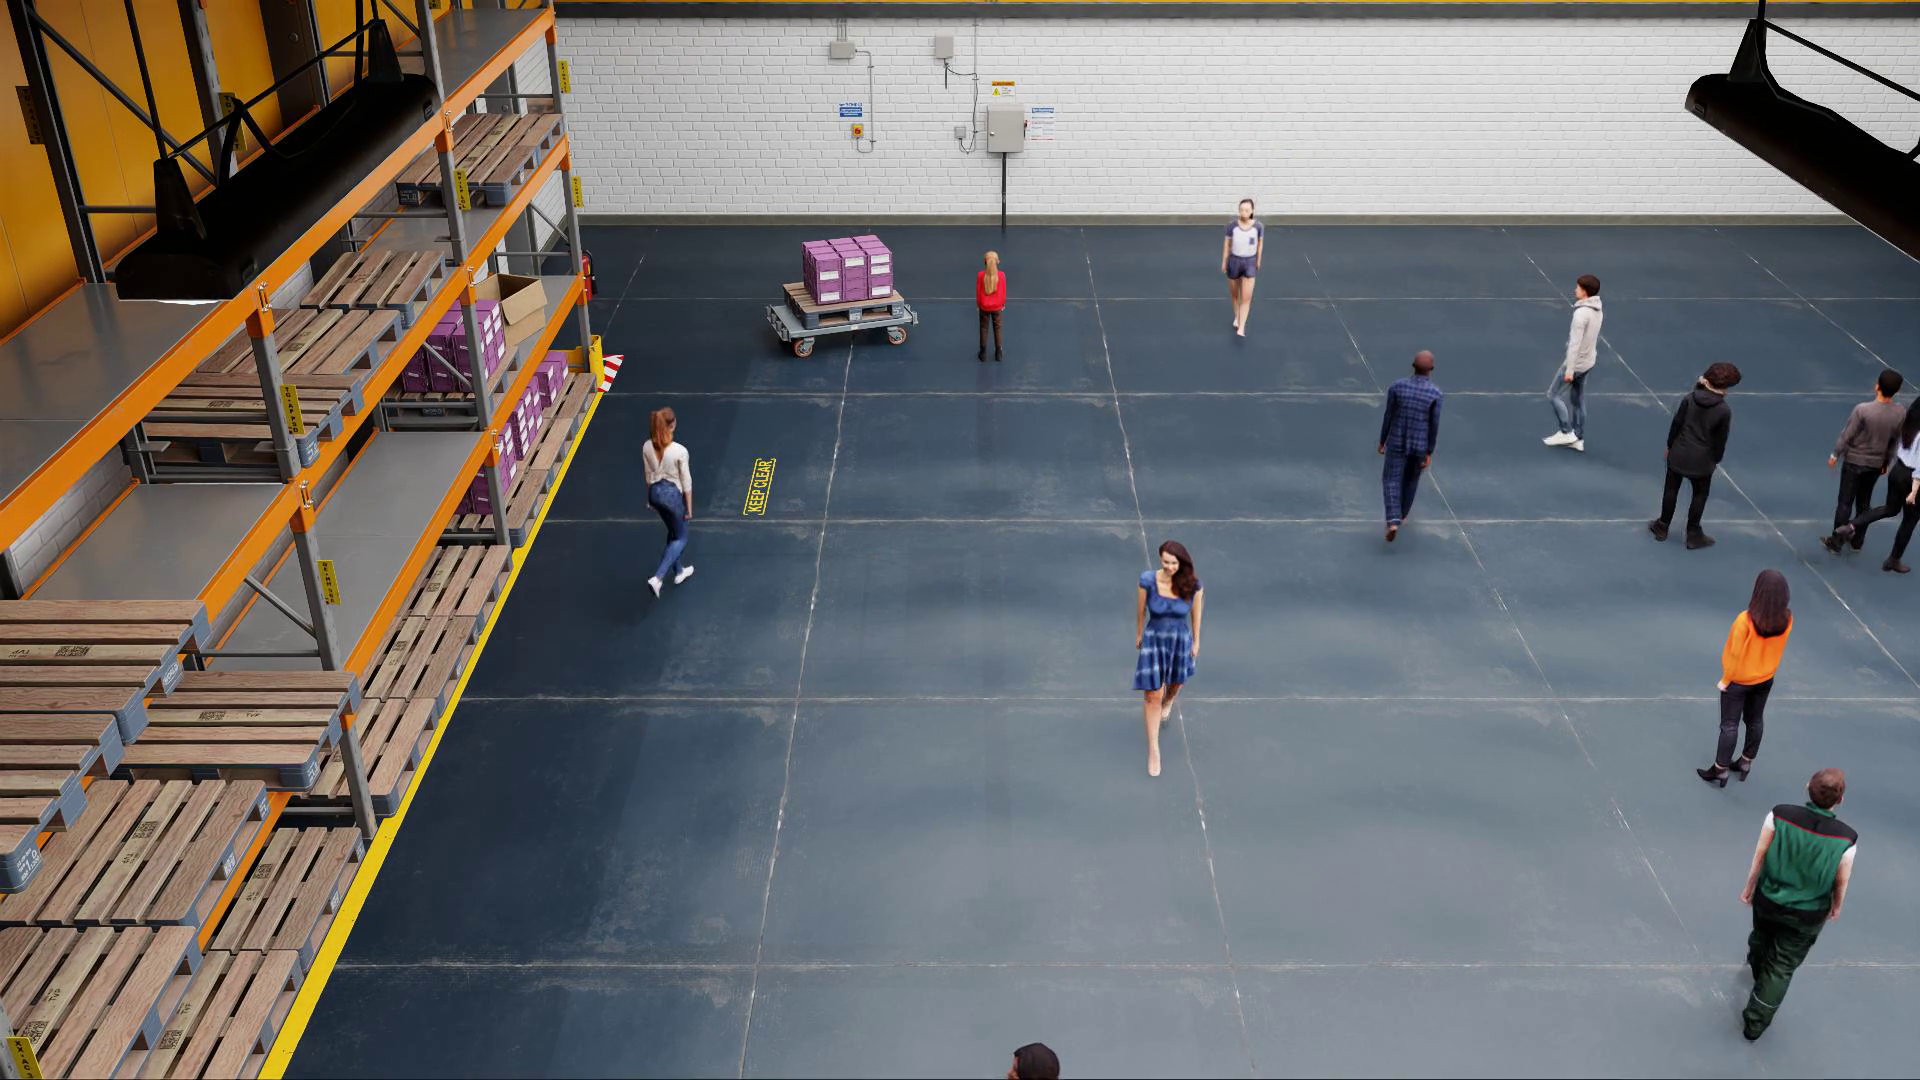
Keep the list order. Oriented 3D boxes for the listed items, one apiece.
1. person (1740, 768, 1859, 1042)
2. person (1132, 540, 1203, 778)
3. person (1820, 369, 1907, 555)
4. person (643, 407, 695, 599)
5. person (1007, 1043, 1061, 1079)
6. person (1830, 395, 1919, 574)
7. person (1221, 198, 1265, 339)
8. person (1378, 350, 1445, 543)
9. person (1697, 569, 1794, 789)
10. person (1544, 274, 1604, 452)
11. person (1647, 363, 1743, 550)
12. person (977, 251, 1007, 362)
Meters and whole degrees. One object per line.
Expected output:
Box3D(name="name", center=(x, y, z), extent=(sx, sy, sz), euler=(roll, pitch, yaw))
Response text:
Box3D(name="person", center=(4.795, 2.130, 9.637), extent=(1.026, 1.815, 1.120), euler=(21, 35, 33))
Box3D(name="person", center=(1.510, 0.785, 12.151), extent=(0.690, 1.770, 1.140), euler=(3, 29, 5))
Box3D(name="person", center=(8.059, -0.679, 14.839), extent=(0.642, 1.766, 0.543), euler=(0, 29, 0))
Box3D(name="person", center=(-2.529, -0.286, 14.191), extent=(0.900, 1.697, 1.083), euler=(13, 31, 23))
Box3D(name="person", center=(0.331, 3.073, 8.008), extent=(0.688, 1.719, 0.527), euler=(-6, 29, -10))
Box3D(name="person", center=(8.176, -0.495, 14.543), extent=(0.721, 1.725, 0.876), euler=(2, 29, 4))
Box3D(name="person", center=(3.338, -3.249, 19.711), extent=(0.764, 1.612, 1.064), euler=(6, 29, 12))
Box3D(name="person", center=(4.061, -0.839, 15.102), extent=(0.806, 1.794, 1.142), euler=(6, 29, 11))
Box3D(name="person", center=(5.612, 0.978, 11.819), extent=(0.682, 1.749, 0.654), euler=(-9, 30, -16))
Box3D(name="person", center=(6.297, -1.741, 16.712), extent=(0.881, 1.836, 0.801), euler=(20, 34, 32))
Box3D(name="person", center=(6.604, -0.787, 15.038), extent=(0.841, 1.764, 0.829), euler=(12, 31, 21))
Box3D(name="person", center=(0.350, -2.677, 19.006), extent=(0.488, 1.282, 0.490), euler=(-2, 29, -3))
